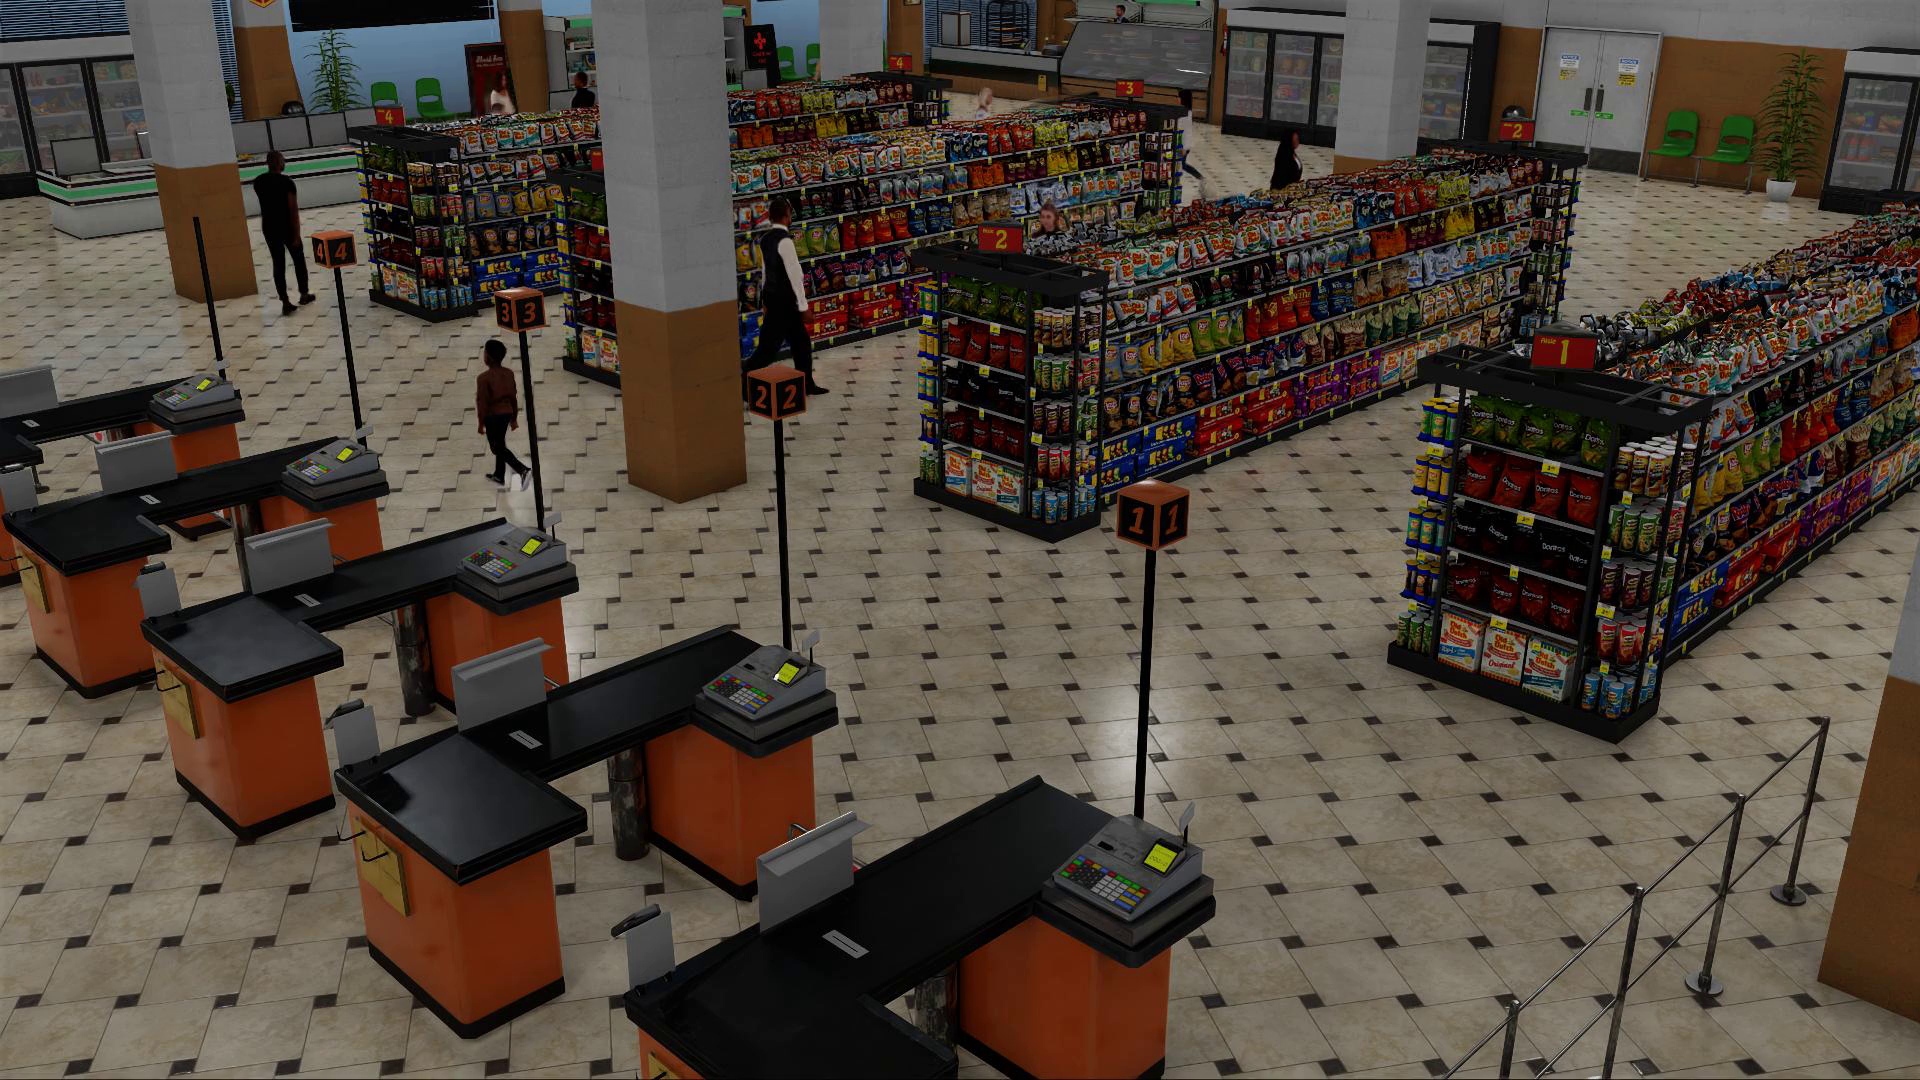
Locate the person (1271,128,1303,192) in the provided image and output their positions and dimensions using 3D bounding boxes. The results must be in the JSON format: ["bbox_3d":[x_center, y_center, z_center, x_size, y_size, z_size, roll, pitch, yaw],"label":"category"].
[{"bbox_3d":[4.170,-4.583,21.845,0.947,1.601,0.930,4,22,11],"label":"person"}]

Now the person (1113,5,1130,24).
[{"bbox_3d":[3.710,-11.415,38.492,0.629,1.866,0.551,20,30,41],"label":"person"}]

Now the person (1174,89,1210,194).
[{"bbox_3d":[3.495,-6.071,25.524,1.040,1.619,1.009,1,22,3],"label":"person"}]

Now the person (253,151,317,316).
[{"bbox_3d":[-7.687,-3.429,18.722,0.991,1.788,1.075,2,22,5],"label":"person"}]

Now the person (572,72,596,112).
[{"bbox_3d":[-5.701,-6.172,25.392,0.846,1.905,0.781,1,22,1],"label":"person"}]

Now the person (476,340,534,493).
[{"bbox_3d":[-3.675,-0.977,13.359,0.704,1.238,0.835,13,25,29],"label":"person"}]

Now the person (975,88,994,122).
[{"bbox_3d":[0.241,-5.848,24.854,1.003,1.705,1.105,5,22,13],"label":"person"}]

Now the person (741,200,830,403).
[{"bbox_3d":[-1.751,-2.155,15.439,1.343,1.872,1.011,-9,24,-21],"label":"person"}]

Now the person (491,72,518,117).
[{"bbox_3d":[-7.615,-6.843,27.385,0.888,1.665,0.842,4,22,10],"label":"person"}]

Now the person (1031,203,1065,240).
[{"bbox_3d":[0.933,-2.517,16.575,0.751,1.696,0.822,10,24,23],"label":"person"}]
